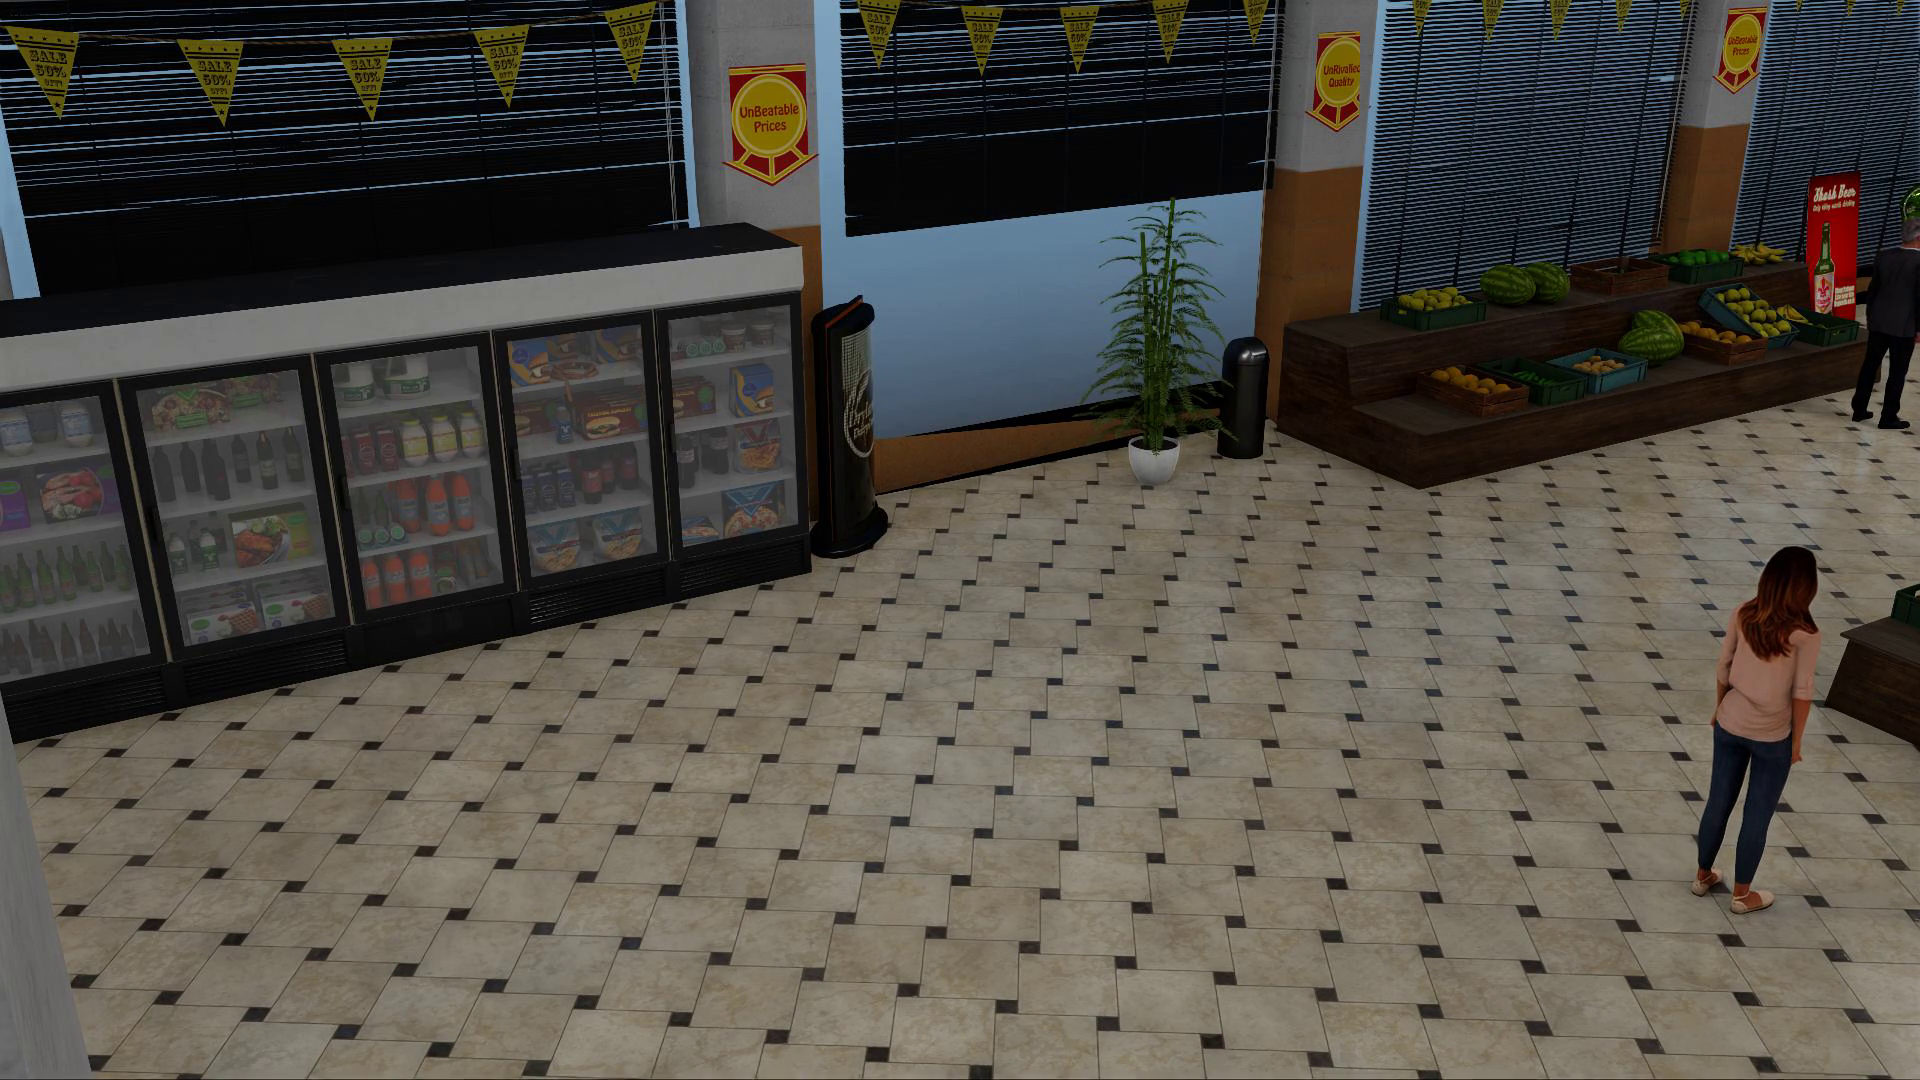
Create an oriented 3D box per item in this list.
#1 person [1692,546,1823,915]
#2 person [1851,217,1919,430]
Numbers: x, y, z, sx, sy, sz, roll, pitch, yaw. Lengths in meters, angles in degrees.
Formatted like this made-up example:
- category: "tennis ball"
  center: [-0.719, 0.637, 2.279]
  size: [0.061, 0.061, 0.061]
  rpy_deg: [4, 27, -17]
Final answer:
- category: "person"
  center: [3.646, 0.867, 7.627]
  size: [0.538, 1.791, 0.600]
  rpy_deg: [-15, 26, -32]
- category: "person"
  center: [8.116, -1.893, 14.427]
  size: [0.587, 1.842, 0.703]
  rpy_deg: [-11, 24, -26]
